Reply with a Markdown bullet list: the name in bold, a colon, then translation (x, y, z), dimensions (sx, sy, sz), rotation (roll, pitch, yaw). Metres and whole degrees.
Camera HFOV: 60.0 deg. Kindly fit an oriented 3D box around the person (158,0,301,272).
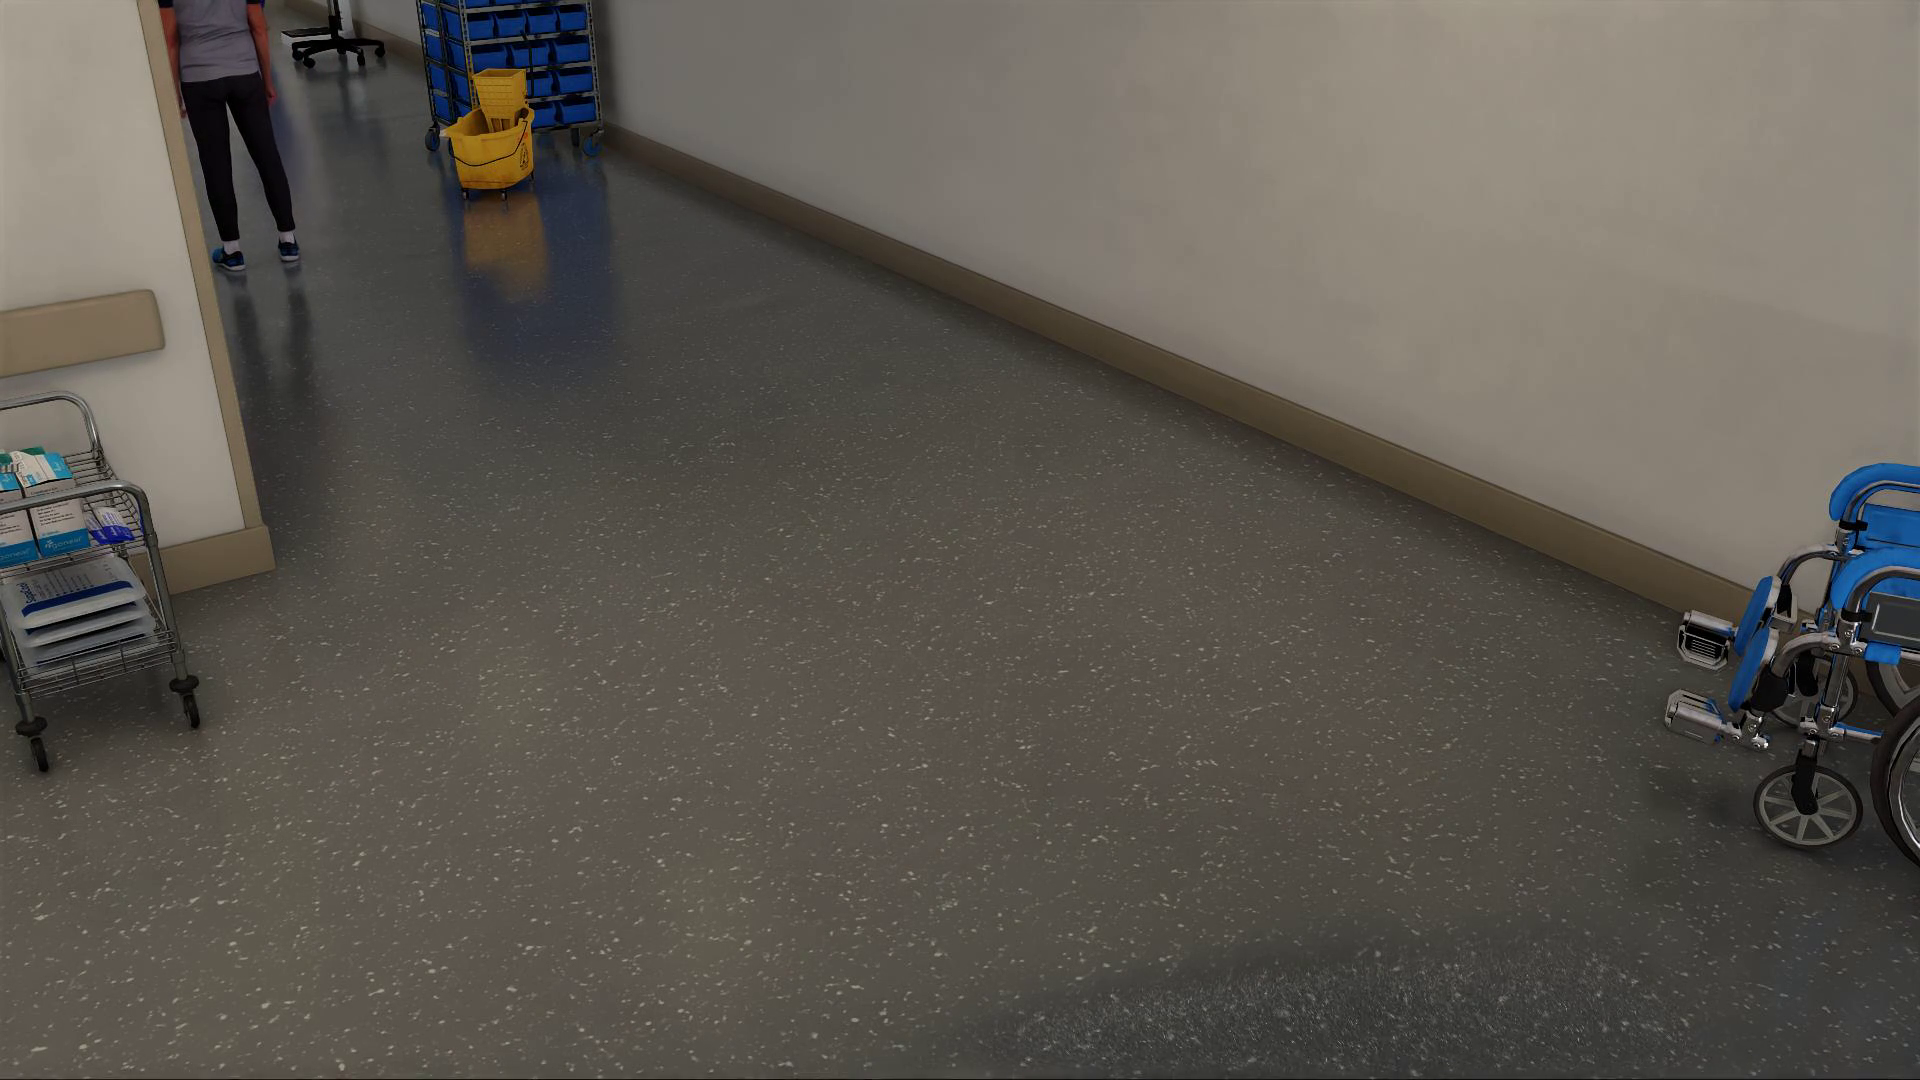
- **person**: translation (-3.714, -2.293, 8.388), dimensions (0.474, 1.825, 0.735), rotation (-17, 31, -31)
